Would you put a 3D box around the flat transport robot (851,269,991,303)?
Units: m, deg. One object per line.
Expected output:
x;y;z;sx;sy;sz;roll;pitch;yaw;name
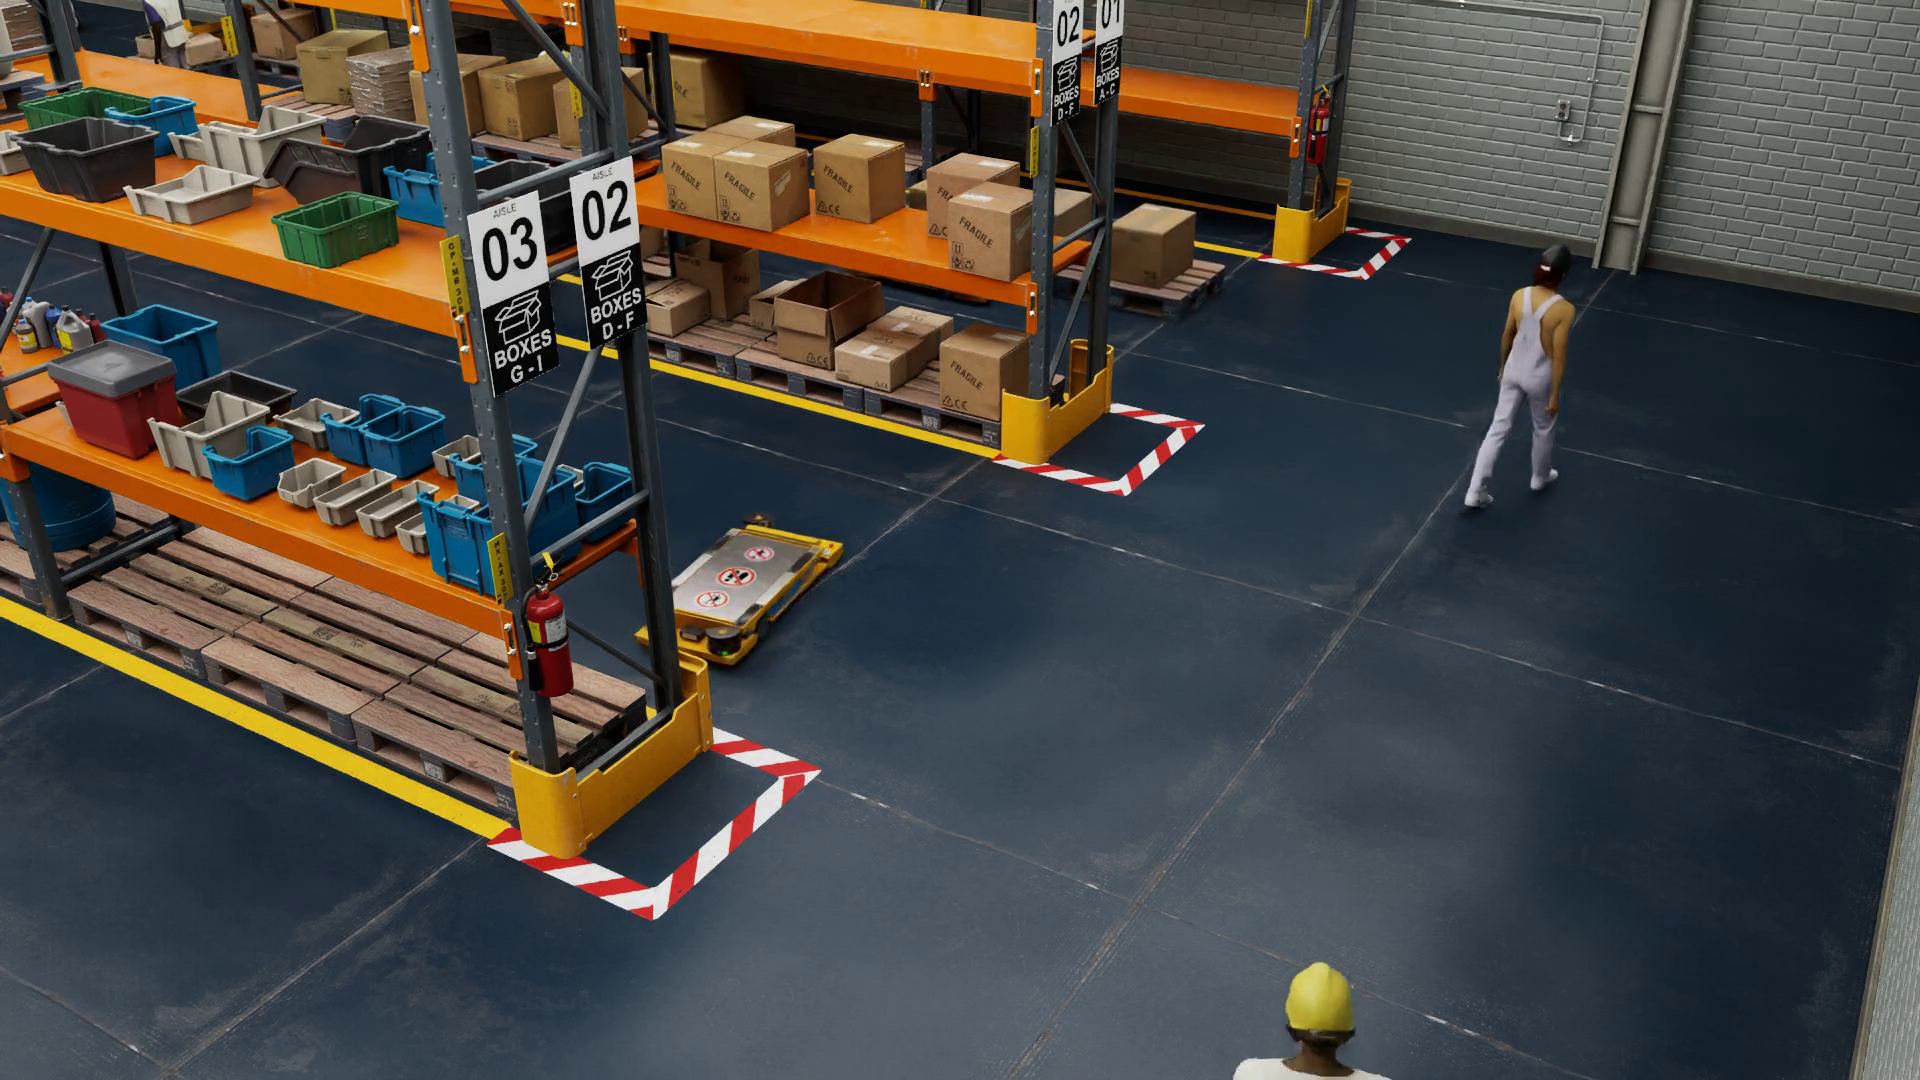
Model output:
-0.214;-2.440;15.011;1.431;0.231;0.659;17;34;28;flat transport robot

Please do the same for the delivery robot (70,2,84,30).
-13.093;-7.607;24.000;0.777;0.606;0.517;20;35;31;delivery robot

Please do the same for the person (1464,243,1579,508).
3.757;-1.083;10.985;0.955;1.818;0.531;-24;37;-36;person

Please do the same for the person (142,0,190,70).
-9.156;-5.727;19.290;0.393;1.846;0.562;4;29;7;person

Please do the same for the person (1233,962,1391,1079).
1.097;2.086;5.361;0.532;1.748;0.407;6;30;10;person

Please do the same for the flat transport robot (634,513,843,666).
-1.320;0.279;10.132;0.659;0.231;1.431;12;31;20;flat transport robot

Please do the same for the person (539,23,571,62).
-4.106;-4.486;17.220;0.536;1.689;0.321;14;32;23;person
